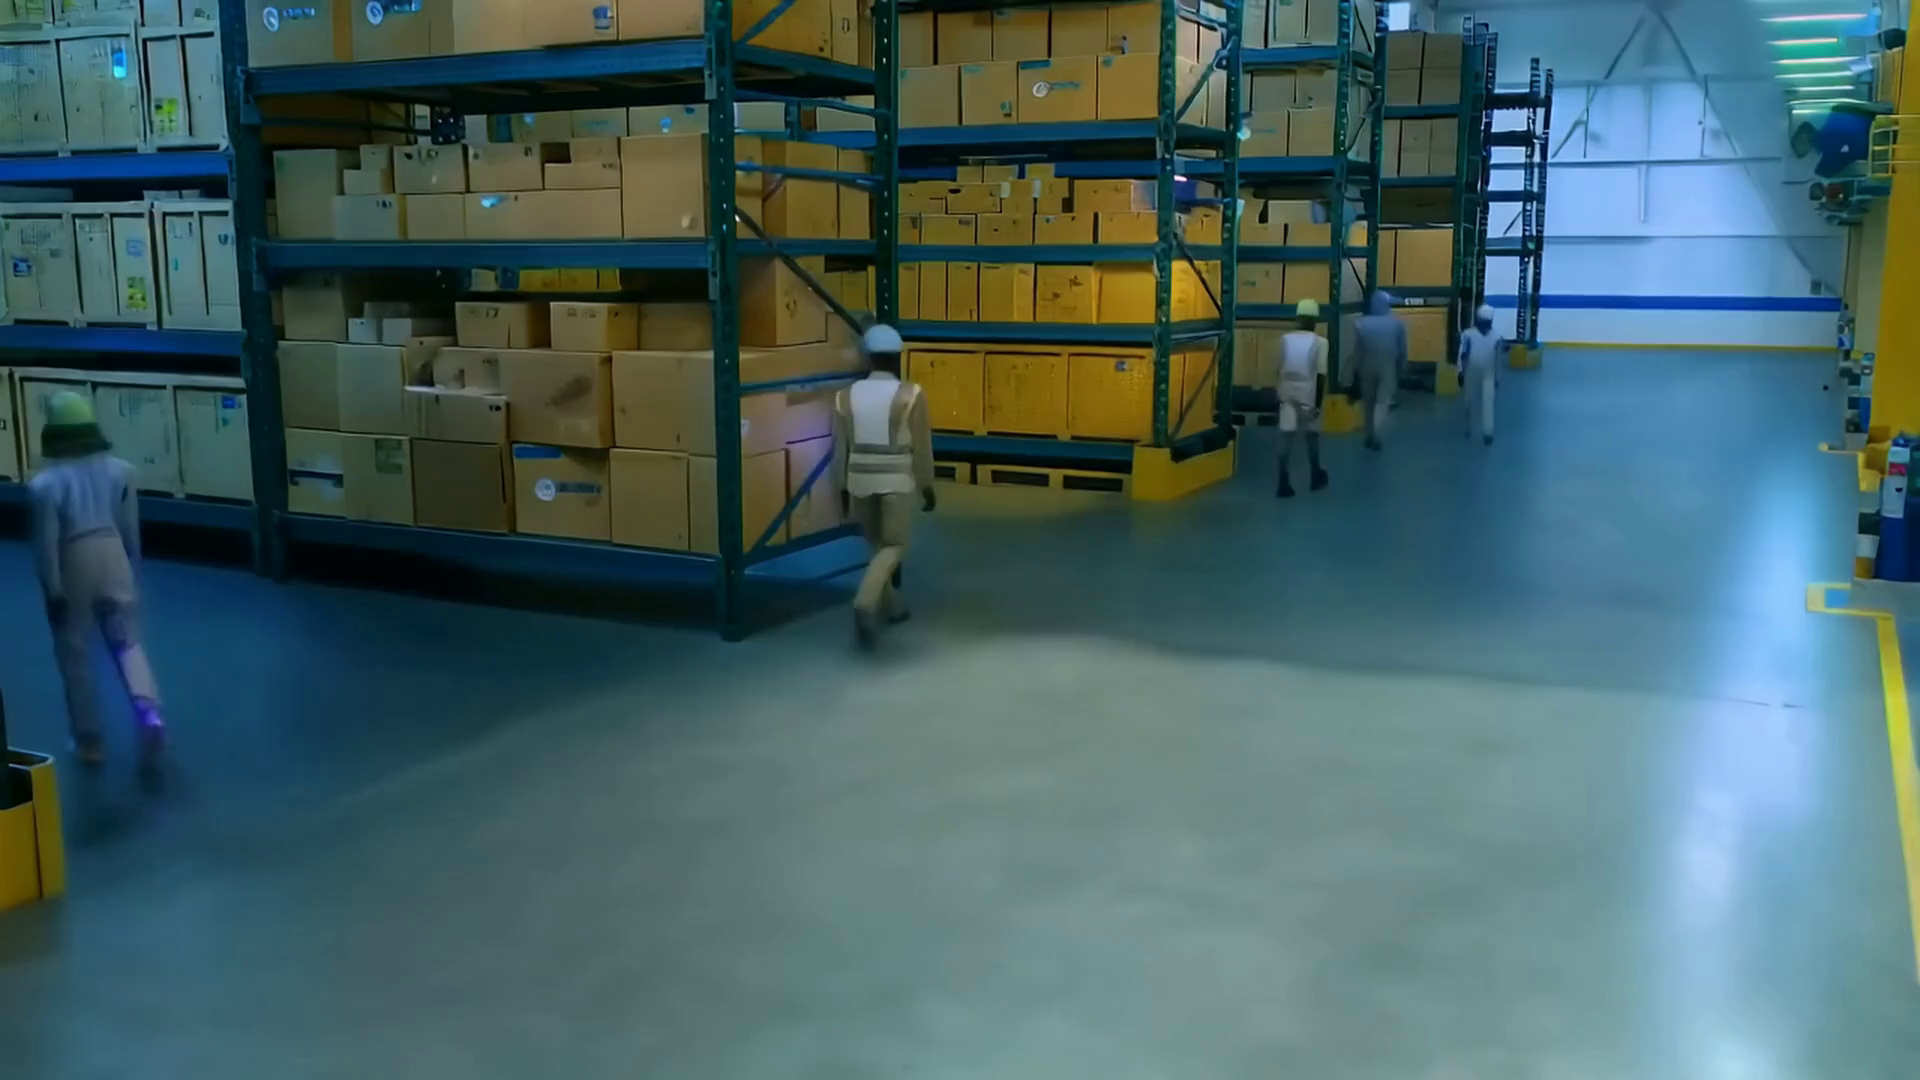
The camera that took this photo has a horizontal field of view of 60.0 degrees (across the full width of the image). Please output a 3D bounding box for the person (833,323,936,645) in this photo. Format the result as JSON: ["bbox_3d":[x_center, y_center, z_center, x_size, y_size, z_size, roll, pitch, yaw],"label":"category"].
[{"bbox_3d":[-0.507,-0.335,9.982,0.606,1.919,0.859,5,11,28],"label":"person"}]

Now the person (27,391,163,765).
[{"bbox_3d":[-3.891,0.190,7.497,0.681,1.718,0.482,9,14,43],"label":"person"}]

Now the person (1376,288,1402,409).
[{"bbox_3d":[6.194,-2.797,24.488,0.615,1.822,0.414,-4,11,-22],"label":"person"}]

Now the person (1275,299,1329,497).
[{"bbox_3d":[3.312,-1.380,16.098,0.566,1.881,0.989,6,11,30],"label":"person"}]

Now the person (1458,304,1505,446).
[{"bbox_3d":[6.402,-2.048,20.498,0.554,1.713,0.909,2,10,11],"label":"person"}]

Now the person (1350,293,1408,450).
[{"bbox_3d":[5.017,-2.018,19.920,0.644,1.856,1.014,4,11,24],"label":"person"}]
